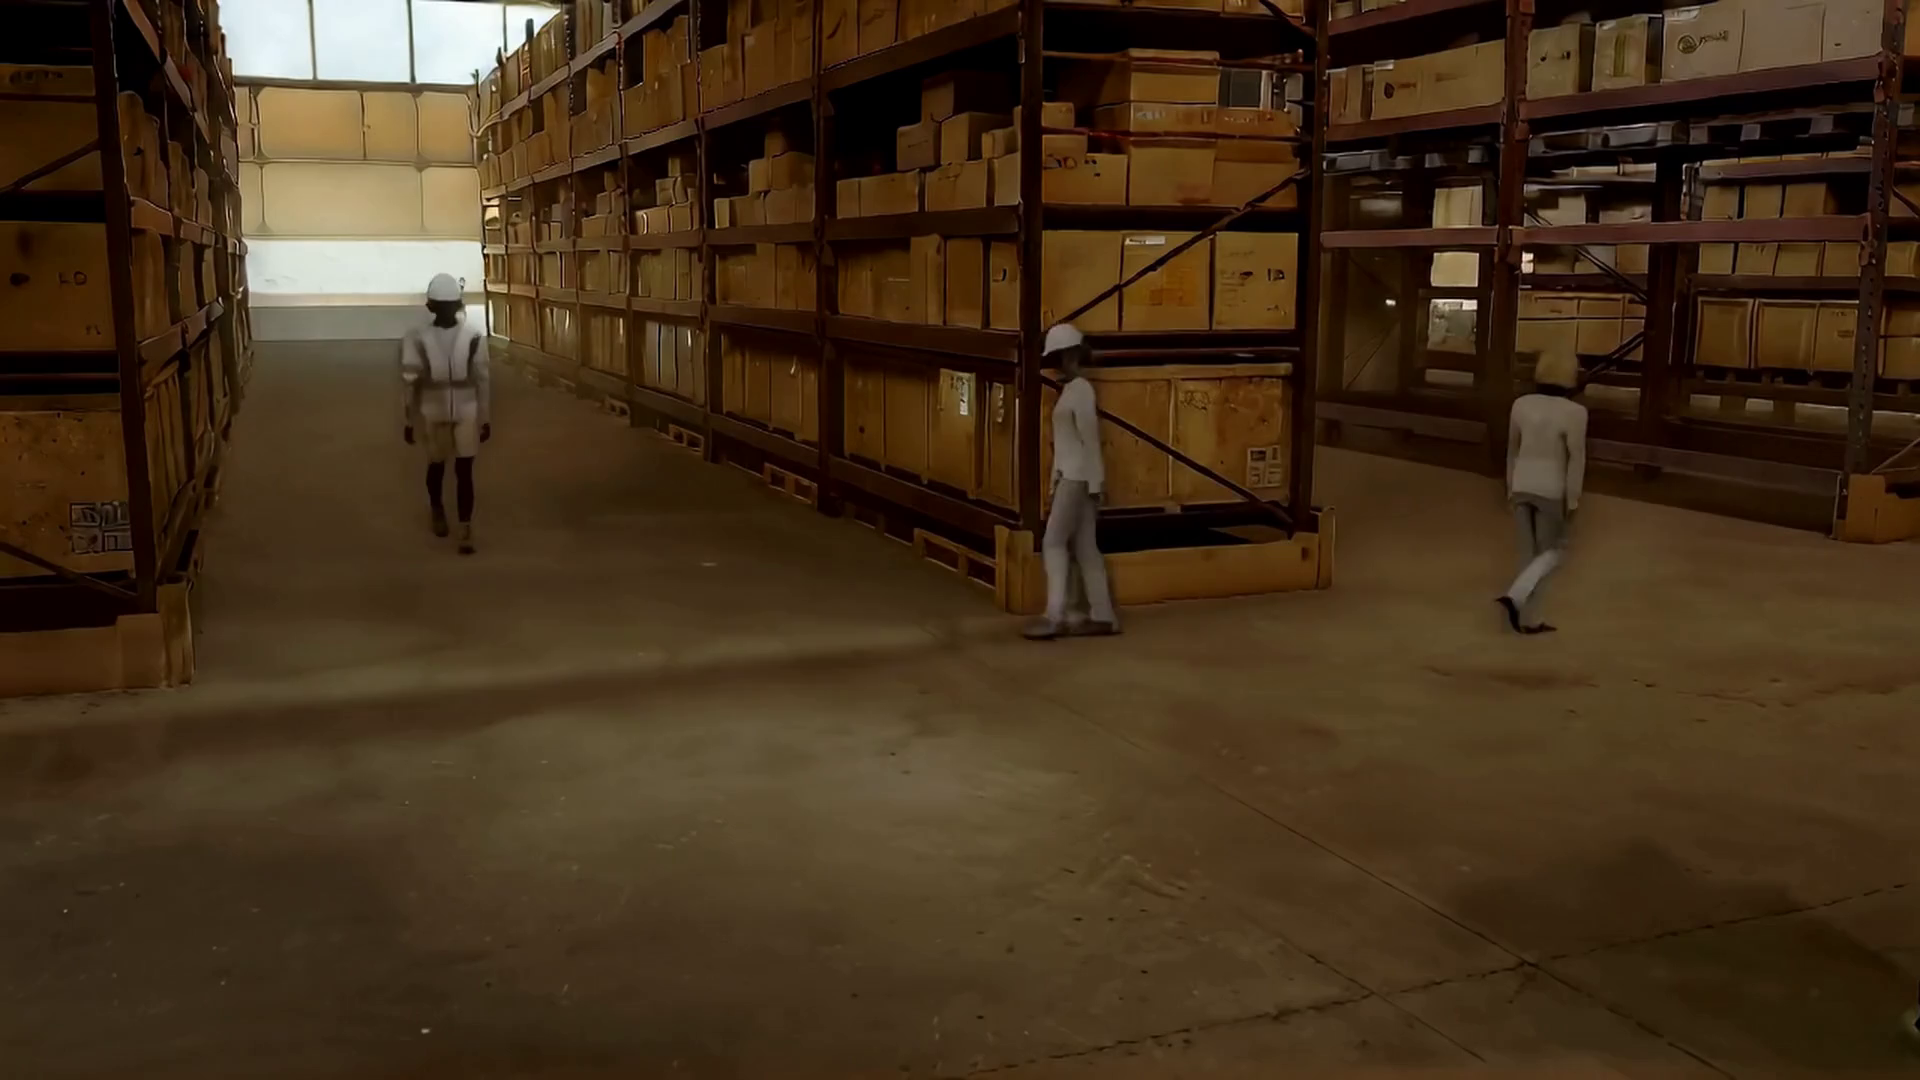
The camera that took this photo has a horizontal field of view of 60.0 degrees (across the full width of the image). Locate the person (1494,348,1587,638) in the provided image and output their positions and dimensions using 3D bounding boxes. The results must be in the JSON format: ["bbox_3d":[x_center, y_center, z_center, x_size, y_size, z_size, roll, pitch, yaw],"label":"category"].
[{"bbox_3d":[3.124,-0.234,9.050,0.549,1.619,0.510,-6,11,-30],"label":"person"}]

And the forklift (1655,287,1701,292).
[{"bbox_3d":[13.558,-4.612,31.486,1.873,2.768,1.129,-4,10,-22],"label":"forklift"}]

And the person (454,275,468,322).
[{"bbox_3d":[-11.009,-4.964,36.832,0.843,1.796,0.599,-2,10,-14],"label":"person"}]

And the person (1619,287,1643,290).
[{"bbox_3d":[16.509,-5.735,41.125,0.406,1.911,0.639,-7,12,-36],"label":"person"}]

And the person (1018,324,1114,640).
[{"bbox_3d":[0.552,-0.312,9.163,0.684,1.723,0.557,-1,9,-4],"label":"person"}]

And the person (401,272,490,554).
[{"bbox_3d":[-3.741,-0.941,12.113,0.622,2.020,0.935,-4,10,-24],"label":"person"}]
